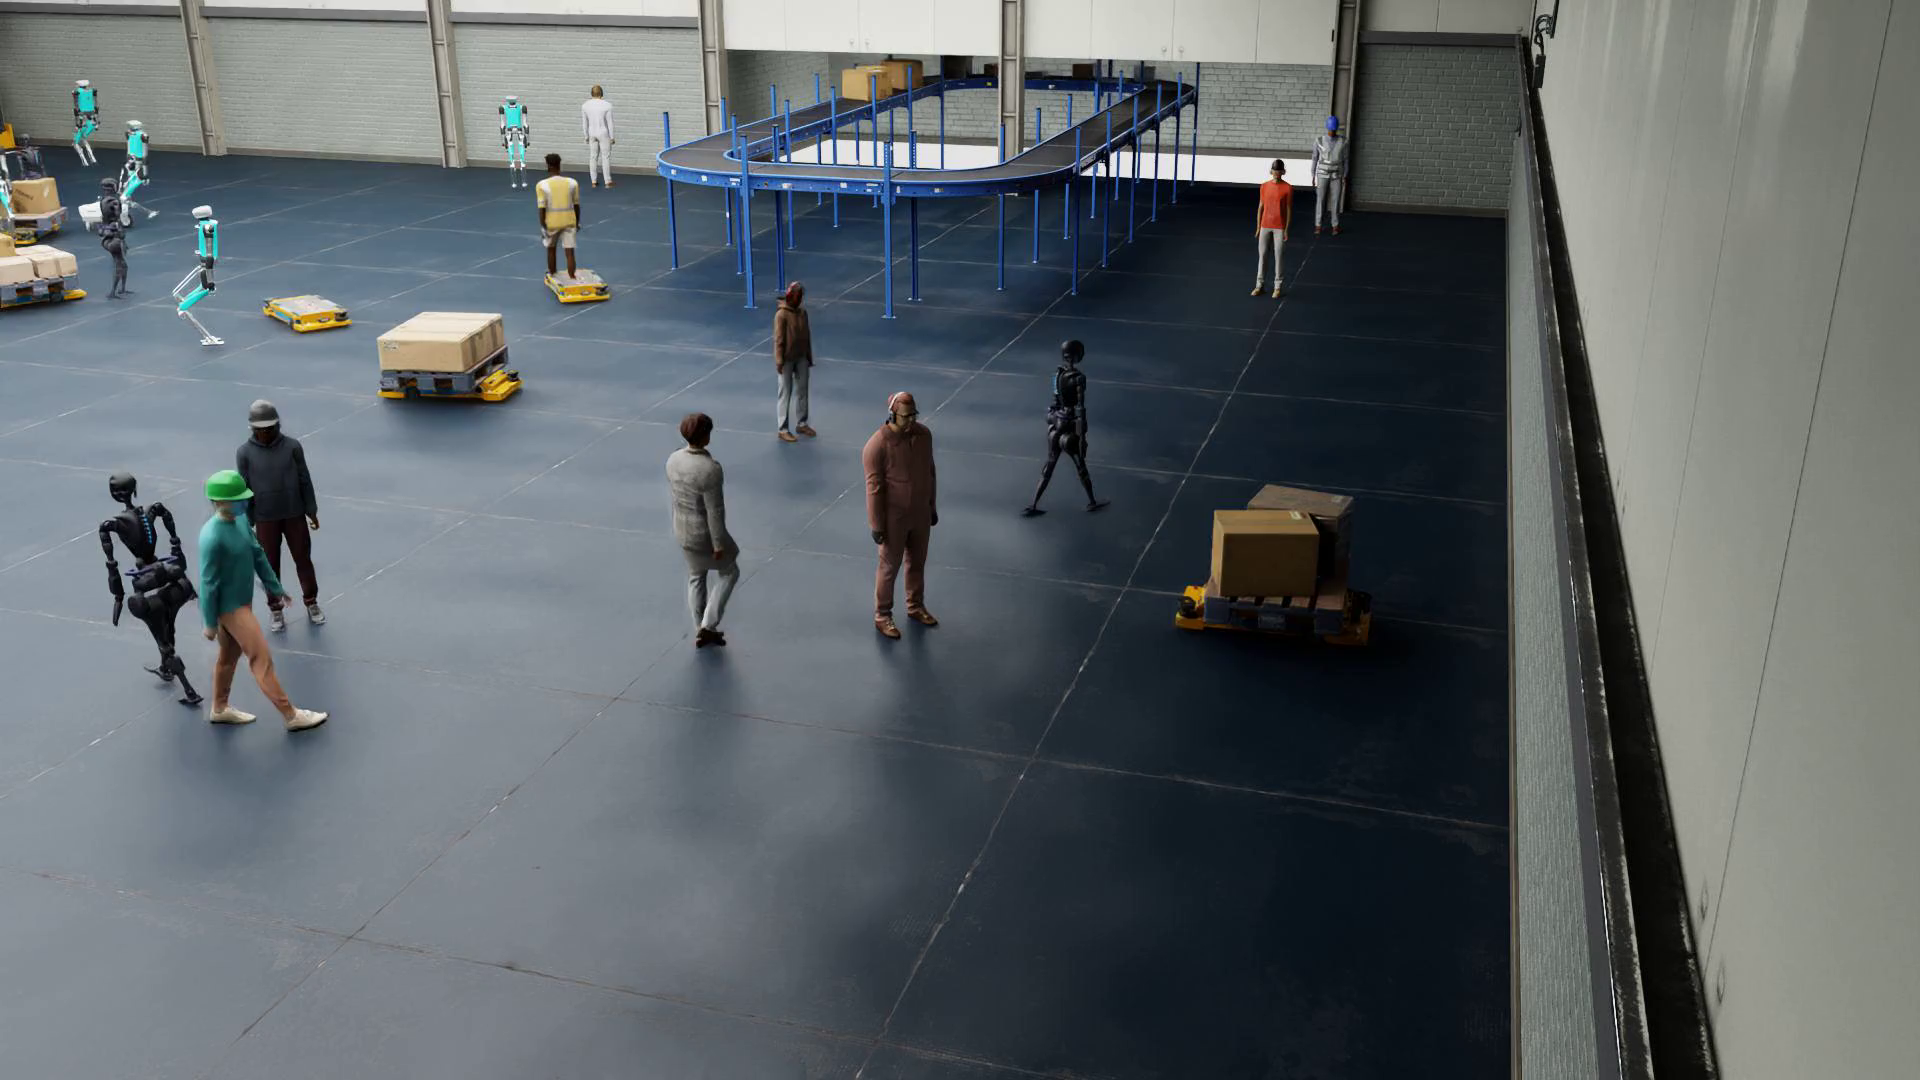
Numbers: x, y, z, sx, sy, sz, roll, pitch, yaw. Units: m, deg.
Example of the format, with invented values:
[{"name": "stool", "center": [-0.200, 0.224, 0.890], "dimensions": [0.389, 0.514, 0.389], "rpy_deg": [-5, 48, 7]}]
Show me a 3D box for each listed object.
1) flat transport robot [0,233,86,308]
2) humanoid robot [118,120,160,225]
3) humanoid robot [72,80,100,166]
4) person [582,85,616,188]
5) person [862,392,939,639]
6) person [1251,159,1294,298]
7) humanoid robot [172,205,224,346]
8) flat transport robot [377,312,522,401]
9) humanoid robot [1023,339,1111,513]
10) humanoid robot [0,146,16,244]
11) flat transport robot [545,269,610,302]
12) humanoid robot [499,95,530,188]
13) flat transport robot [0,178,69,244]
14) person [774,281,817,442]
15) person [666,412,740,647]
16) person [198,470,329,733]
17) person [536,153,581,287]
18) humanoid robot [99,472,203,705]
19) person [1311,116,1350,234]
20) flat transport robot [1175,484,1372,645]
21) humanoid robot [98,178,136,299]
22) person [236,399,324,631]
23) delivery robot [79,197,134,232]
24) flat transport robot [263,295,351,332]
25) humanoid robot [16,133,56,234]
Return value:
[{"name": "flat transport robot", "center": [-12.890, -3.362, 22.897], "dimensions": [0.659, 0.231, 1.431], "rpy_deg": [18, 28, 39]}, {"name": "humanoid robot", "center": [-14.097, -6.190, 28.198], "dimensions": [0.536, 1.749, 0.945], "rpy_deg": [12, 24, 29]}, {"name": "humanoid robot", "center": [-18.297, -8.671, 34.682], "dimensions": [0.777, 1.817, 0.531], "rpy_deg": [11, 24, 27]}, {"name": "person", "center": [-6.953, -7.776, 32.061], "dimensions": [0.641, 1.927, 0.388], "rpy_deg": [6, 22, 15]}, {"name": "person", "center": [-0.412, -0.192, 12.425], "dimensions": [0.643, 1.896, 0.407], "rpy_deg": [-19, 28, -41]}, {"name": "person", "center": [4.354, -4.334, 23.137], "dimensions": [0.481, 1.912, 0.370], "rpy_deg": [10, 23, 23]}, {"name": "humanoid robot", "center": [-9.342, -3.204, 20.261], "dimensions": [0.735, 1.677, 0.533], "rpy_deg": [-9, 23, -23]}, {"name": "flat transport robot", "center": [-5.744, -1.754, 18.728], "dimensions": [1.431, 0.231, 0.659], "rpy_deg": [2, 21, 5]}, {"name": "humanoid robot", "center": [0.960, -1.014, 14.934], "dimensions": [0.810, 1.625, 0.588], "rpy_deg": [-9, 23, -23]}, {"name": "humanoid robot", "center": [-15.299, -5.532, 26.394], "dimensions": [0.533, 1.724, 0.763], "rpy_deg": [-14, 25, -33]}, {"name": "flat transport robot", "center": [-5.425, -3.600, 23.516], "dimensions": [0.659, 0.231, 1.431], "rpy_deg": [-9, 23, -21]}, {"name": "humanoid robot", "center": [-8.426, -7.538, 31.535], "dimensions": [0.530, 1.691, 0.723], "rpy_deg": [-5, 22, -12]}, {"name": "flat transport robot", "center": [-15.383, -5.052, 27.281], "dimensions": [0.659, 0.231, 1.431], "rpy_deg": [-3, 21, -8]}, {"name": "person", "center": [-1.732, -1.835, 17.018], "dimensions": [0.330, 1.646, 0.518], "rpy_deg": [17, 27, 37]}, {"name": "person", "center": [-1.882, -0.059, 12.180], "dimensions": [0.518, 1.816, 0.424], "rpy_deg": [12, 24, 28]}, {"name": "person", "center": [-4.659, 0.410, 10.948], "dimensions": [0.934, 1.828, 0.520], "rpy_deg": [-1, 21, -2]}, {"name": "person", "center": [-5.672, -4.488, 23.502], "dimensions": [0.615, 1.935, 0.867], "rpy_deg": [-9, 23, -22]}, {"name": "humanoid robot", "center": [-5.556, 0.318, 11.437], "dimensions": [0.730, 1.630, 0.592], "rpy_deg": [12, 24, 29]}, {"name": "person", "center": [6.120, -6.030, 27.508], "dimensions": [0.608, 1.936, 0.417], "rpy_deg": [1, 21, 3]}, {"name": "flat transport robot", "center": [2.418, 0.537, 12.785], "dimensions": [1.431, 0.231, 0.659], "rpy_deg": [6, 22, 14]}, {"name": "humanoid robot", "center": [-11.787, -4.185, 23.099], "dimensions": [0.612, 1.647, 0.479], "rpy_deg": [18, 27, 39]}, {"name": "person", "center": [-5.139, -0.200, 12.564], "dimensions": [0.552, 1.805, 0.380], "rpy_deg": [-10, 23, -25]}, {"name": "delivery robot", "center": [-14.347, -5.456, 27.958], "dimensions": [0.784, 0.613, 0.514], "rpy_deg": [0, 21, 1]}, {"name": "flat transport robot", "center": [-8.634, -3.001, 21.962], "dimensions": [0.659, 0.231, 1.431], "rpy_deg": [-17, 27, -37]}, {"name": "humanoid robot", "center": [-15.226, -5.856, 27.411], "dimensions": [0.426, 1.635, 0.614], "rpy_deg": [4, 21, 9]}]
